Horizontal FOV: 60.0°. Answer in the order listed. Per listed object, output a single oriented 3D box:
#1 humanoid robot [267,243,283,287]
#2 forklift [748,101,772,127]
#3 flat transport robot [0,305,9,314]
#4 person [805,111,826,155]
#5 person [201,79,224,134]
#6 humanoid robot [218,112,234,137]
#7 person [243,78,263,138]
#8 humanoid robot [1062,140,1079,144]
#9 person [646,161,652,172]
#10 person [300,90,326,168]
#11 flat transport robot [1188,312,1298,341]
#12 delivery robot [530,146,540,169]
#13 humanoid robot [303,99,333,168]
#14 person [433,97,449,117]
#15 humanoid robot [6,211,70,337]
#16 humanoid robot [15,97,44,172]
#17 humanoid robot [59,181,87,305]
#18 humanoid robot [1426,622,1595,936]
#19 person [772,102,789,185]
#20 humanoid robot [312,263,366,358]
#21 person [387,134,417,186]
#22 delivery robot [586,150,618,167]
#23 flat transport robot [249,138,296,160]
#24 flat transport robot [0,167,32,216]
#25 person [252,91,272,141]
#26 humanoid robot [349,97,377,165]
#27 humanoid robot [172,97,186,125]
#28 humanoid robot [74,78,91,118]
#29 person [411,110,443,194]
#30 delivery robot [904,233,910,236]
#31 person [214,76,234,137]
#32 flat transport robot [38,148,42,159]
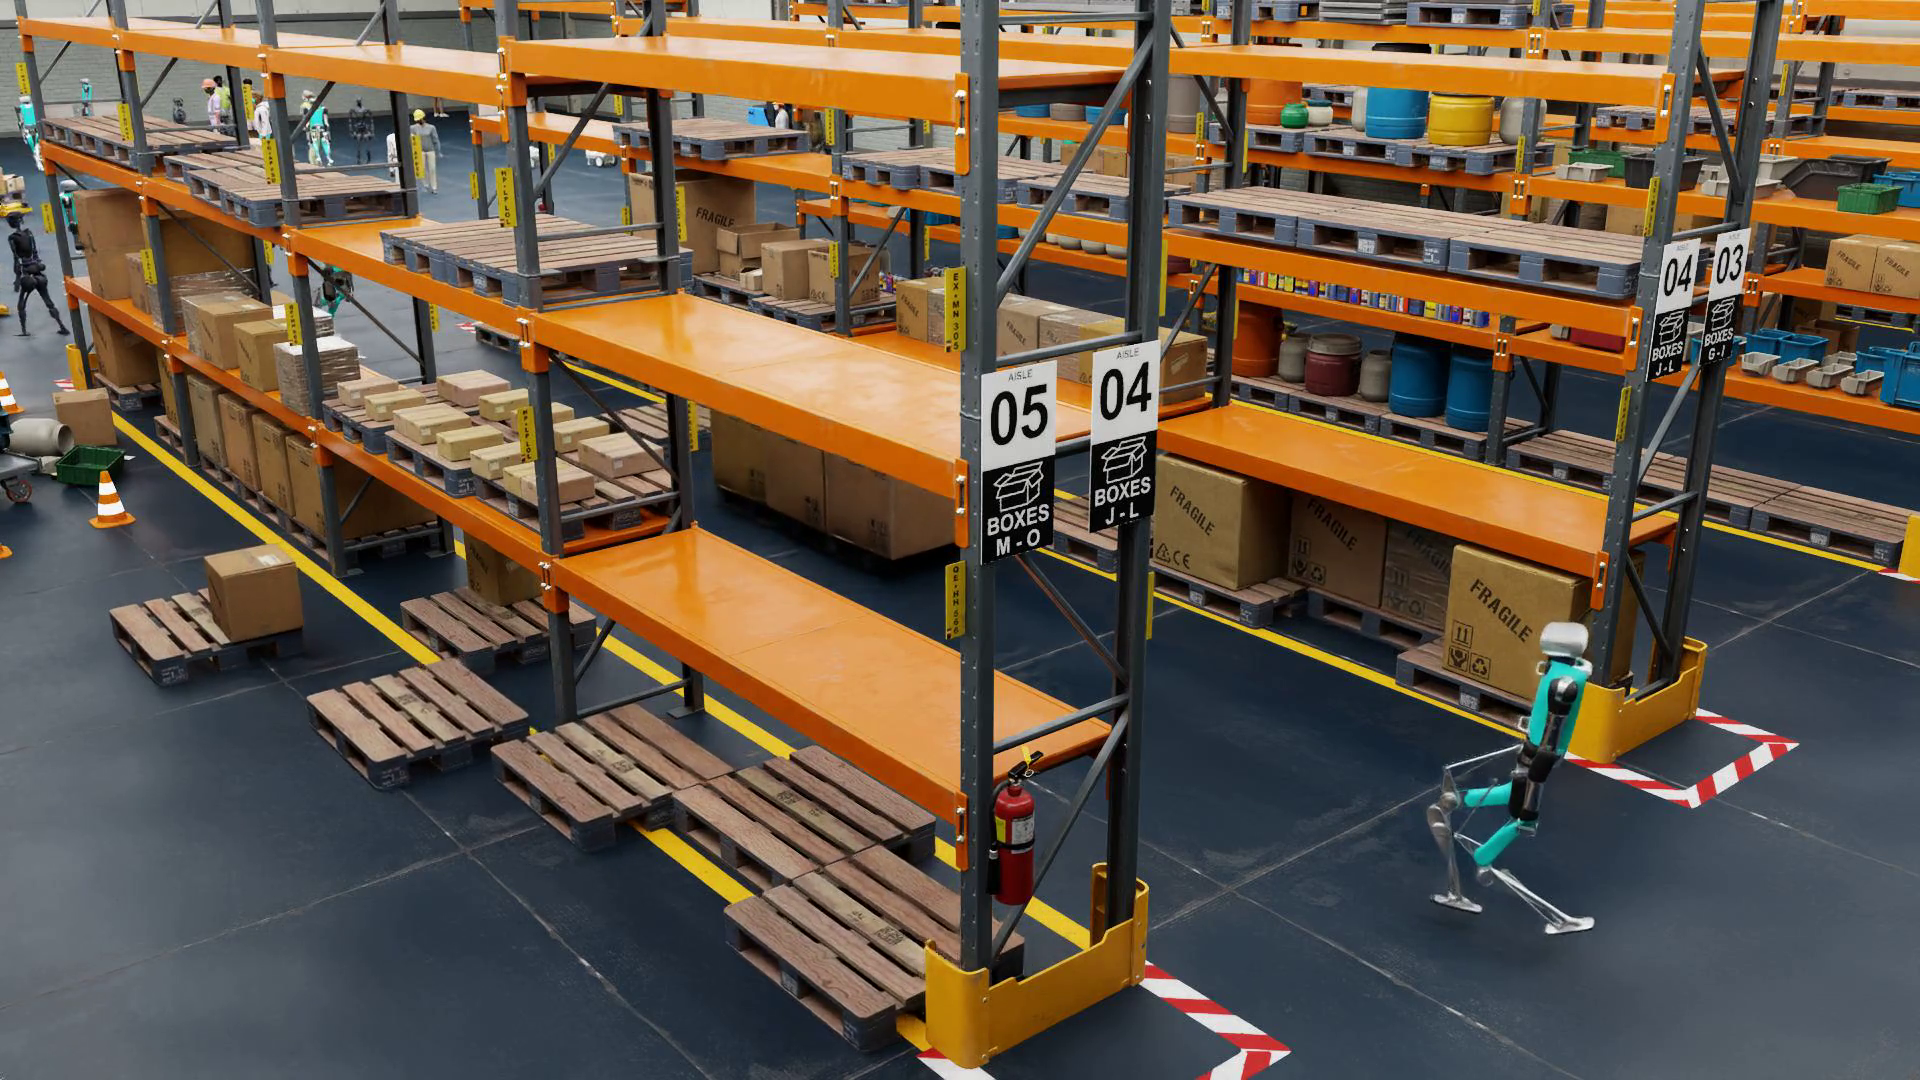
[{"bbox_3d":[-10.428,-4.518,24.758,0.615,1.632,0.791,3,20,8],"label":"humanoid robot"},{"bbox_3d":[-4.526,-11.368,42.374,1.129,2.768,1.873,-15,24,-37],"label":"forklift"},{"bbox_3d":[-13.987,-3.140,22.871,0.659,0.231,1.431,16,25,38],"label":"flat transport robot"},{"bbox_3d":[-3.179,-8.631,36.331,0.543,1.713,0.950,-18,26,-41],"label":"person"},{"bbox_3d":[-17.637,-9.878,39.403,0.398,2.035,0.598,-14,24,-34],"label":"person"},{"bbox_3d":[-15.489,-8.183,35.125,0.624,1.638,0.589,-1,19,-4],"label":"humanoid robot"},{"bbox_3d":[-17.888,-10.714,42.035,0.774,1.855,0.397,0,19,0],"label":"person"},{"bbox_3d":[2.395,-7.527,33.149,1.038,1.710,0.543,-12,23,-31],"label":"humanoid robot"},{"bbox_3d":[-5.179,-6.013,28.514,0.374,1.958,0.596,2,19,5],"label":"person"},{"bbox_3d":[-14.924,-9.442,38.433,0.404,1.865,0.713,4,20,11],"label":"person"},{"bbox_3d":[3.743,-2.816,21.950,0.659,0.231,1.431,-14,24,-34],"label":"flat transport robot"},{"bbox_3d":[-10.200,-9.027,39.225,0.499,0.614,0.815,7,21,20],"label":"delivery robot"},{"bbox_3d":[-14.223,-8.889,37.039,0.550,1.800,0.697,-14,23,-34],"label":"humanoid robot"},{"bbox_3d":[-16.242,-14.095,51.630,0.502,1.875,0.399,10,22,27],"label":"person"},{"bbox_3d":[-12.145,-3.463,21.714,0.629,1.637,0.609,0,19,-1],"label":"humanoid robot"},{"bbox_3d":[-21.445,-9.354,38.416,0.558,1.755,1.043,-14,24,-34],"label":"humanoid robot"},{"bbox_3d":[-12.404,-4.241,23.783,0.749,1.788,0.560,-8,21,-22],"label":"humanoid robot"},{"bbox_3d":[2.711,1.202,8.294,1.034,1.728,0.542,8,21,21],"label":"humanoid robot"},{"bbox_3d":[-3.890,-8.722,36.327,0.380,1.890,0.563,-3,20,-9],"label":"person"},{"bbox_3d":[-7.925,-3.090,20.608,1.030,1.782,0.530,5,20,13],"label":"humanoid robot"},{"bbox_3d":[-10.525,-7.038,31.534,0.574,1.882,0.362,-2,20,-7],"label":"person"},{"bbox_3d":[-8.562,-9.175,39.614,0.765,0.594,0.513,14,24,35],"label":"delivery robot"},{"bbox_3d":[-15.885,-8.366,37.744,0.659,0.231,1.431,7,20,18],"label":"flat transport robot"},{"bbox_3d":[-18.837,-6.408,32.174,1.431,0.231,0.659,2,19,5],"label":"flat transport robot"},{"bbox_3d":[-15.676,-9.130,37.440,0.381,1.917,0.487,-10,22,-27],"label":"person"},{"bbox_3d":[-14.093,-9.609,39.198,0.611,1.651,0.433,-7,21,-20],"label":"humanoid robot"},{"bbox_3d":[-18.155,-9.444,38.696,0.415,1.649,0.614,-16,25,-39],"label":"humanoid robot"},{"bbox_3d":[-22.930,-11.085,43.272,0.785,1.780,0.547,-10,22,-26],"label":"humanoid robot"},{"bbox_3d":[-11.156,-8.109,34.796,0.628,1.727,0.518,-5,20,-13],"label":"person"},{"bbox_3d":[-0.625,-5.698,29.748,0.812,0.611,0.499,-16,25,-38],"label":"delivery robot"},{"bbox_3d":[-20.430,-12.024,46.065,0.879,1.652,0.523,15,24,37],"label":"person"},{"bbox_3d":[-22.631,-9.688,41.508,0.659,0.231,1.431,-10,21,-25],"label":"flat transport robot"}]
